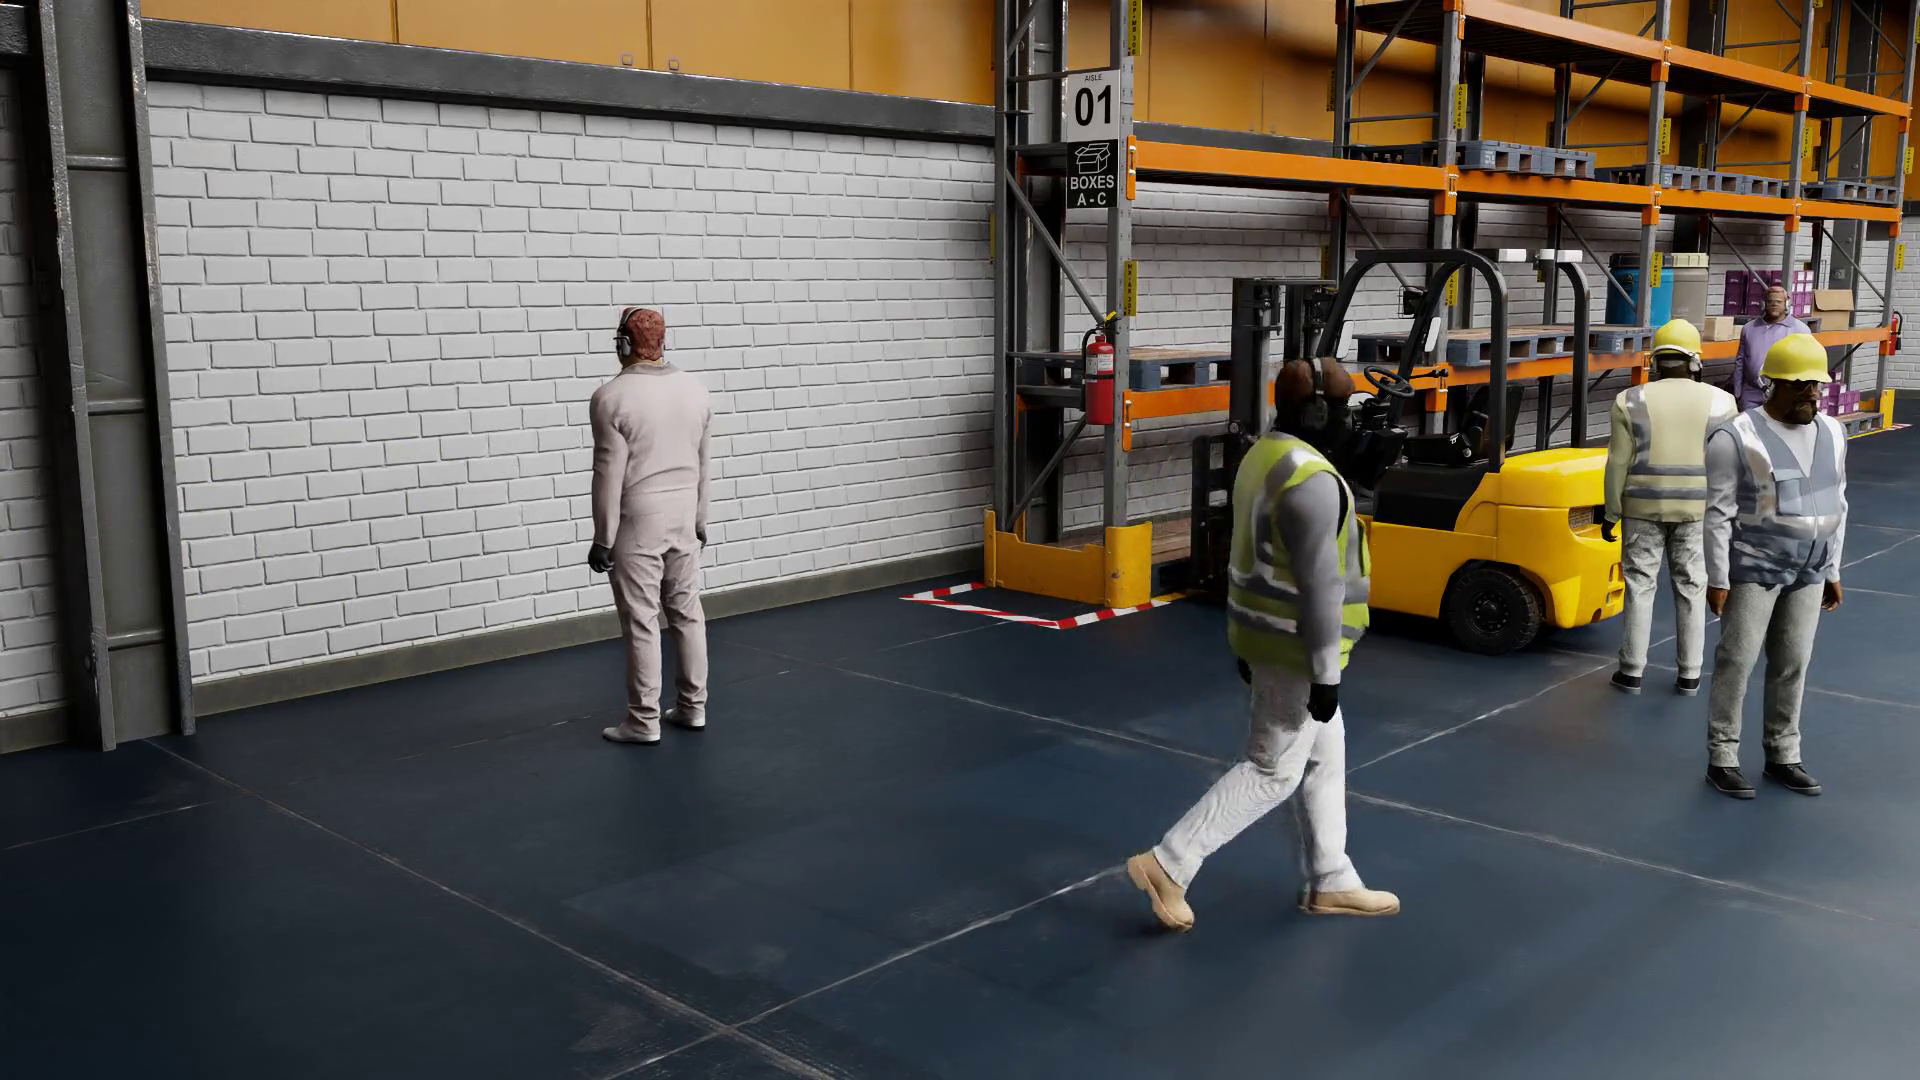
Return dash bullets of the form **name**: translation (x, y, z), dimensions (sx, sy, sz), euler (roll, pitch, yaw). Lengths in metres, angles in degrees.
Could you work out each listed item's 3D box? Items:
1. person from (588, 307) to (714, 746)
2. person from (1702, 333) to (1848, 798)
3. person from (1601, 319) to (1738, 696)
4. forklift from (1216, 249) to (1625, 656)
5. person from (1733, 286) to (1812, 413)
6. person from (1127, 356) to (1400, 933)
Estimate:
- **person**: translation (-1.375, -0.061, 7.296), dimensions (0.400, 1.907, 0.644), euler (8, 12, 39)
- **person**: translation (3.194, 0.109, 6.515), dimensions (0.590, 1.826, 0.403), euler (-2, 9, -12)
- **person**: translation (3.429, -0.150, 8.080), dimensions (0.601, 1.827, 0.404), euler (2, 9, 11)
- **forklift**: translation (2.710, -0.584, 9.626), dimensions (2.313, 2.155, 1.214), euler (9, 13, 43)
- **person**: translation (7.352, -1.346, 15.155), dimensions (0.410, 1.913, 0.651), euler (-8, 12, -42)
- **person**: translation (0.960, 0.336, 5.167), dimensions (0.848, 1.820, 0.638), euler (0, 9, -2)
